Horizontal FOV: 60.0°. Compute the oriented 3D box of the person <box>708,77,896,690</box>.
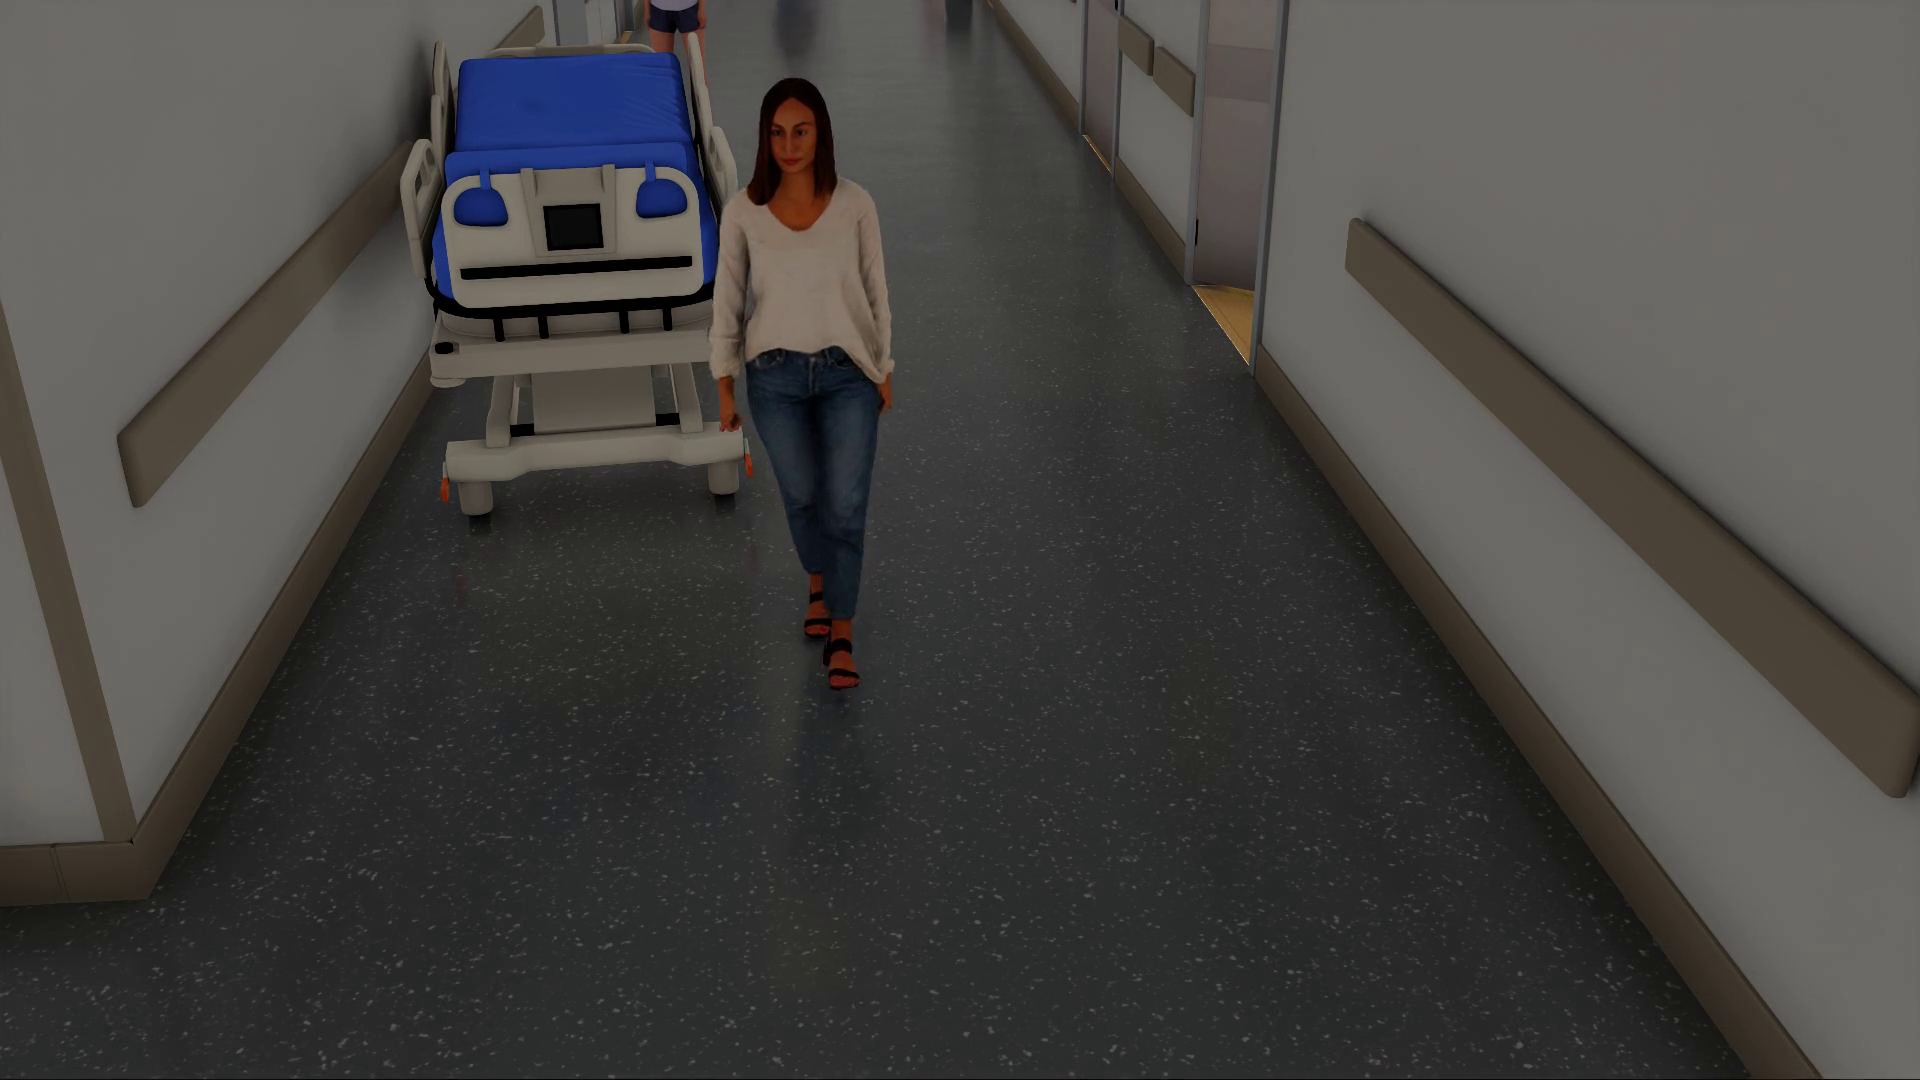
[{"bbox_3d":[-0.414,-0.475,4.733,0.794,1.662,0.760,0,26,1],"label":"person"}]

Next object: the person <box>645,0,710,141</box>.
[{"bbox_3d":[-1.867,-3.514,10.985,0.556,1.706,0.712,5,26,10],"label":"person"}]
